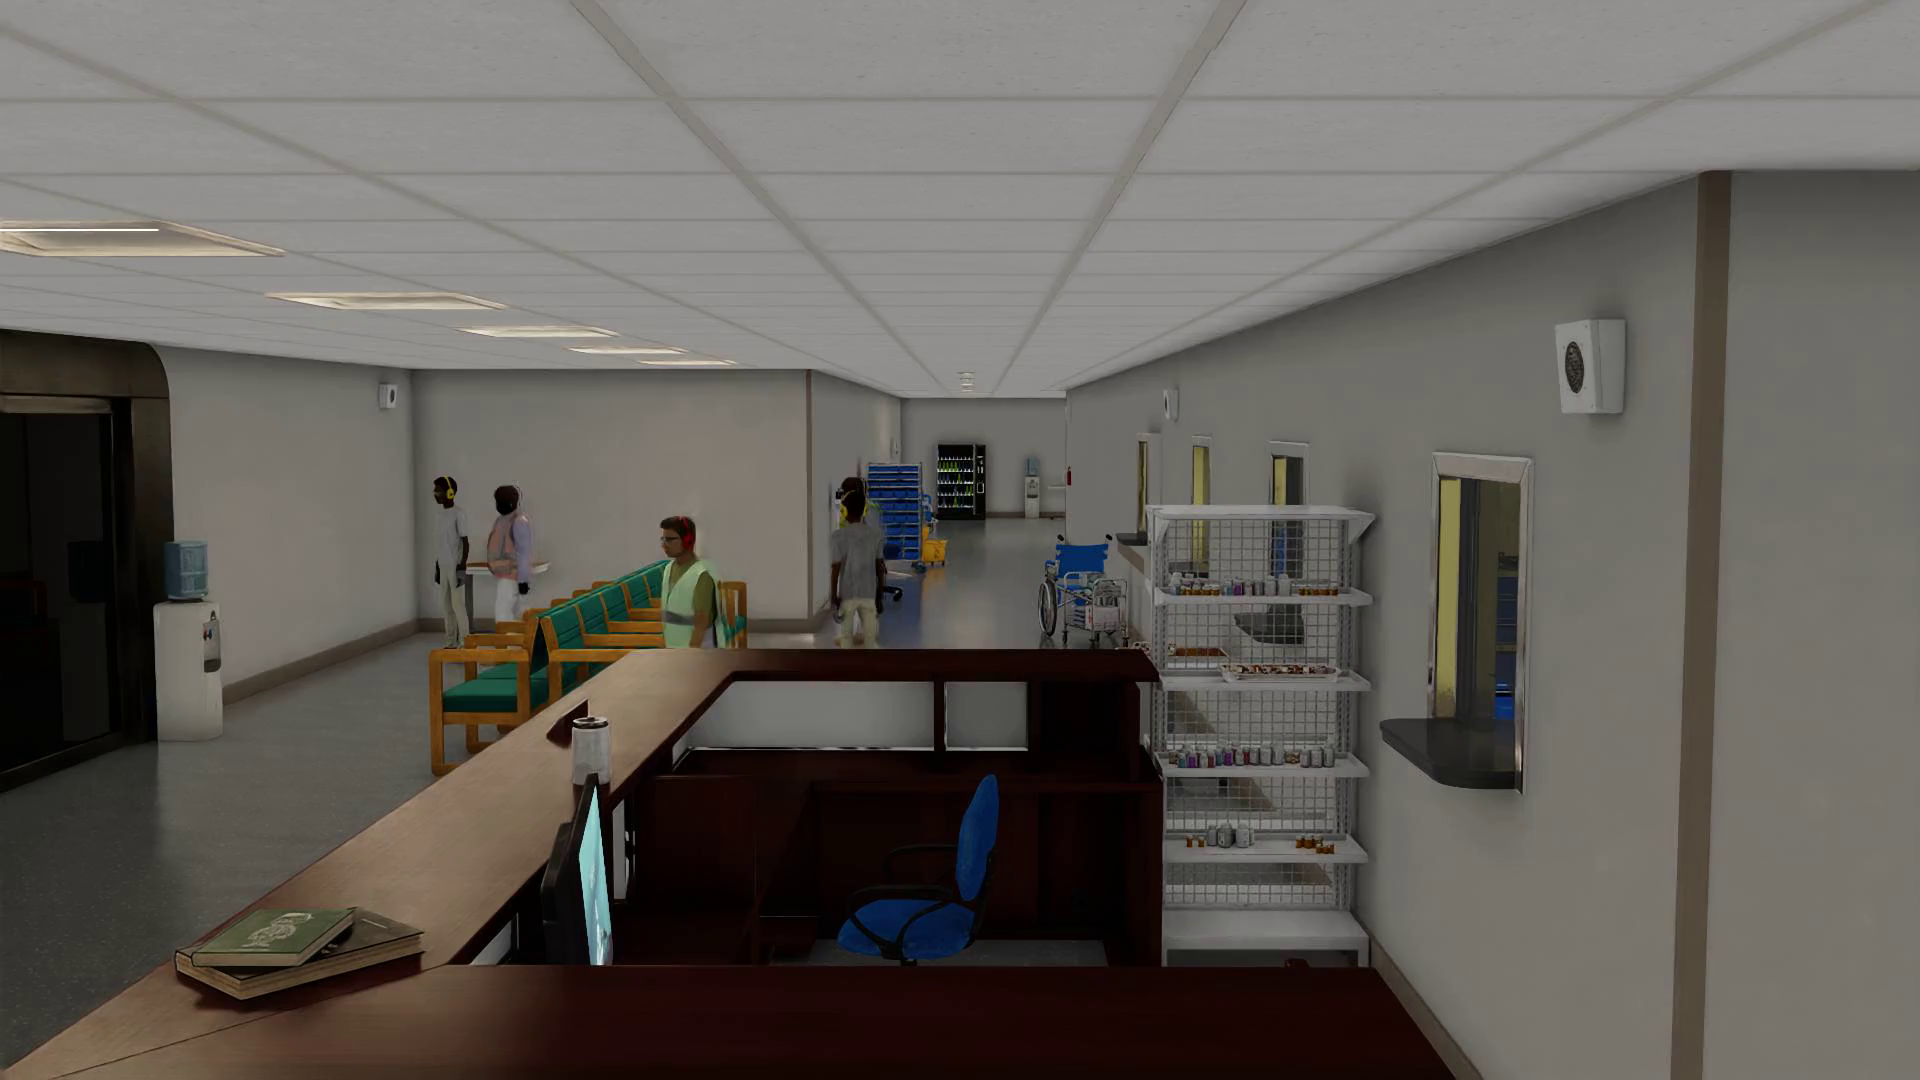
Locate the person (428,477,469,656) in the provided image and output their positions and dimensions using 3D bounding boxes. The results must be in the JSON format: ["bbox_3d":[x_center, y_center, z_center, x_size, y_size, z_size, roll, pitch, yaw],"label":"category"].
[{"bbox_3d":[-5.166,0.289,16.835,0.532,1.865,0.310,4,6,44],"label":"person"}]

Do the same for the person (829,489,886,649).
[{"bbox_3d":[-0.838,0.496,14.031,0.519,1.855,0.716,-2,4,-21],"label":"person"}]

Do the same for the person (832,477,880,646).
[{"bbox_3d":[-1.190,0.233,17.932,0.740,1.817,0.657,-2,5,-29],"label":"person"}]

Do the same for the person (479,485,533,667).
[{"bbox_3d":[-4.374,0.345,16.520,0.787,1.807,0.626,-3,5,-32],"label":"person"}]
